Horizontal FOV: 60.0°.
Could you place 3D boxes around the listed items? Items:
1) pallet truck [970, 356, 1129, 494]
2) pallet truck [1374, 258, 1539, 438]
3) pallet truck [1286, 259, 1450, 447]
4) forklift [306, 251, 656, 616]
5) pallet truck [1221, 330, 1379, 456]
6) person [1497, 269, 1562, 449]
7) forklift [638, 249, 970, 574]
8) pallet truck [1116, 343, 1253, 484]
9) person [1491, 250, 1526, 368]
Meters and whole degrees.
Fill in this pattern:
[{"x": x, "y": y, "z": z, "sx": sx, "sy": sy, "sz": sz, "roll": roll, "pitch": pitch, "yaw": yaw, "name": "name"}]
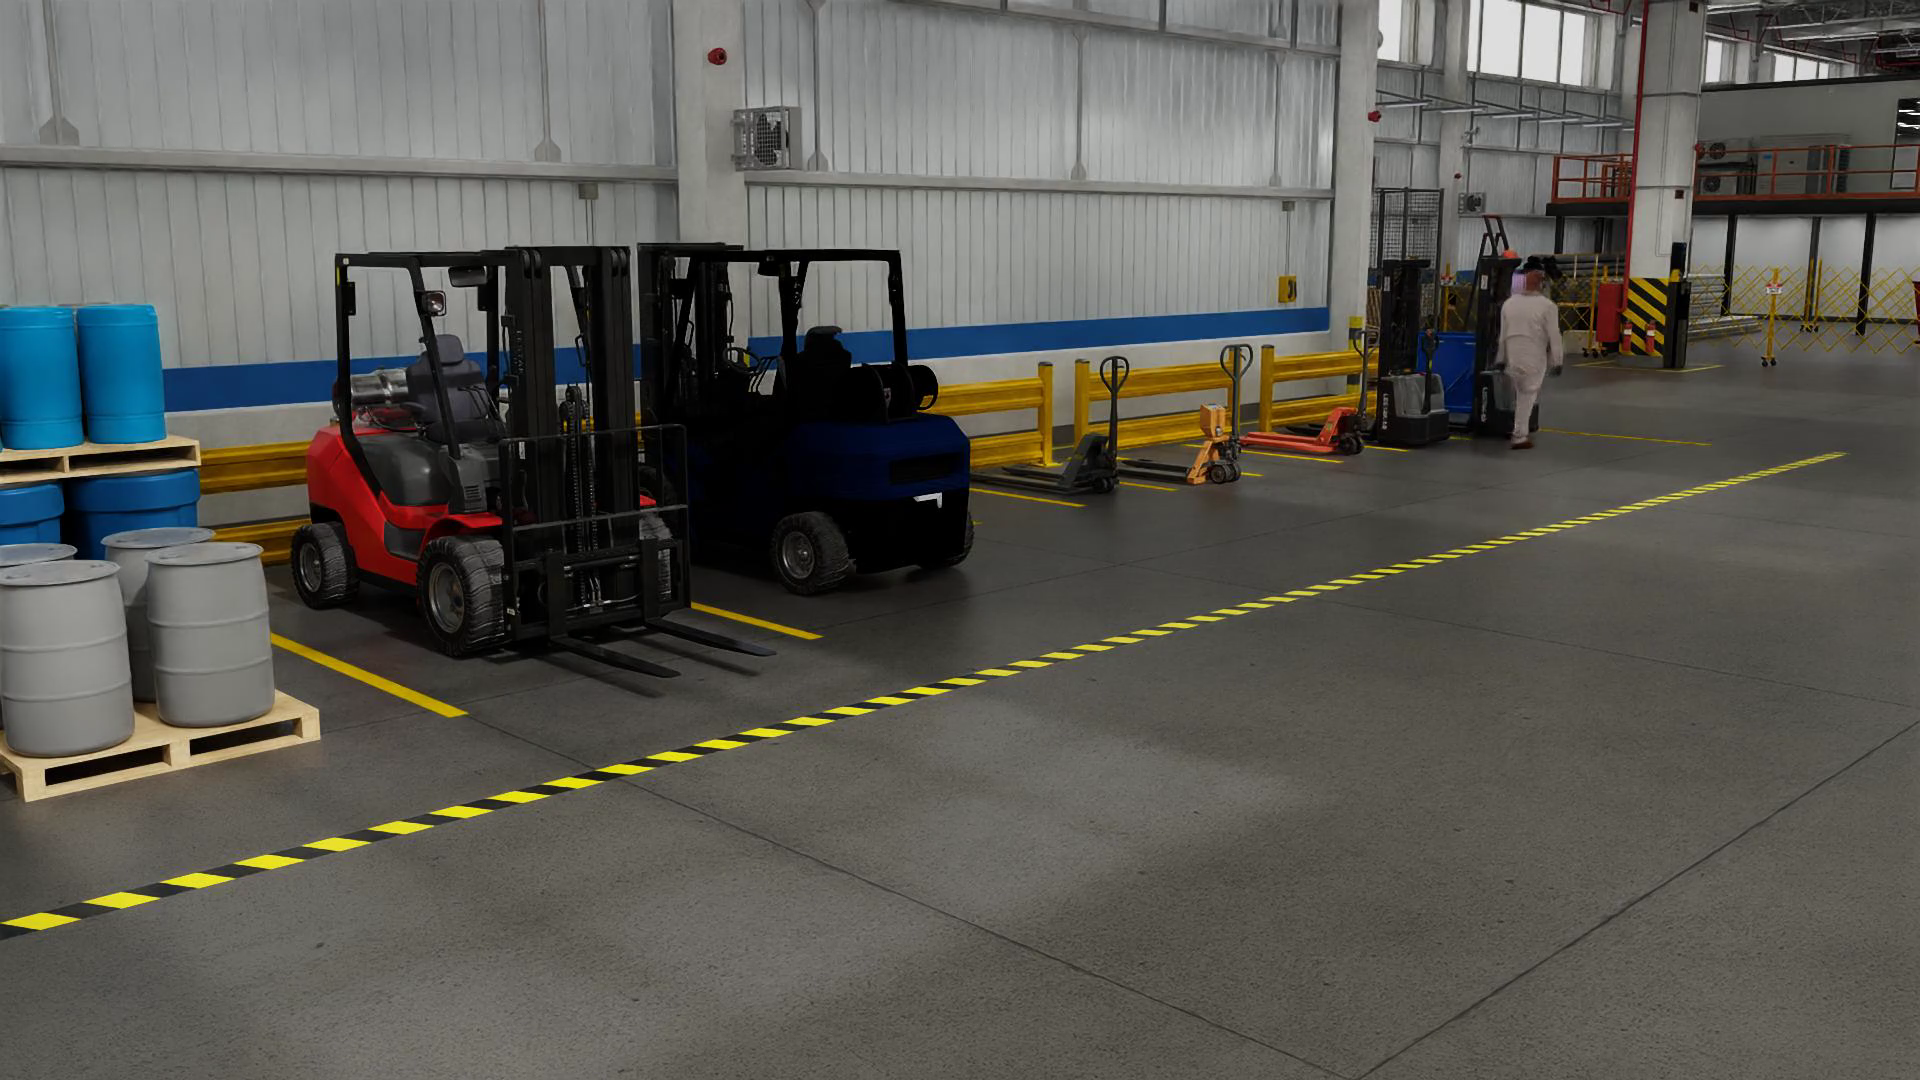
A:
[{"x": 0.784, "y": -1.085, "z": 14.876, "sx": 0.680, "sy": 1.201, "sz": 1.601, "roll": -10, "pitch": 14, "yaw": -44, "name": "pallet truck"}, {"x": 5.704, "y": -2.208, "z": 18.901, "sx": 1.885, "sy": 1.965, "sz": 0.823, "roll": 10, "pitch": 14, "yaw": 43, "name": "pallet truck"}, {"x": 4.493, "y": -2.078, "z": 18.196, "sx": 0.823, "sy": 1.965, "sz": 1.885, "roll": -9, "pitch": 14, "yaw": -40, "name": "pallet truck"}, {"x": -2.833, "y": -0.669, "z": 9.694, "sx": 1.157, "sy": 1.987, "sz": 2.680, "roll": -10, "pitch": 14, "yaw": -44, "name": "forklift"}, {"x": 3.563, "y": -1.581, "z": 17.381, "sx": 0.653, "sy": 1.274, "sz": 1.630, "roll": -10, "pitch": 14, "yaw": -44, "name": "pallet truck"}, {"x": 6.062, "y": -1.903, "z": 17.557, "sx": 0.736, "sy": 1.880, "sz": 0.676, "roll": -7, "pitch": 13, "yaw": -35, "name": "person"}, {"x": -1.173, "y": -0.958, "z": 11.239, "sx": 2.680, "sy": 1.987, "sz": 1.157, "roll": 10, "pitch": 14, "yaw": 43, "name": "forklift"}, {"x": 1.962, "y": -1.215, "z": 15.415, "sx": 1.522, "sy": 1.261, "sz": 0.704, "roll": 10, "pitch": 14, "yaw": 43, "name": "pallet truck"}, {"x": 7.877, "y": -3.139, "z": 23.911, "sx": 0.612, "sy": 2.036, "sz": 0.406, "roll": -5, "pitch": 11, "yaw": -23, "name": "person"}]
